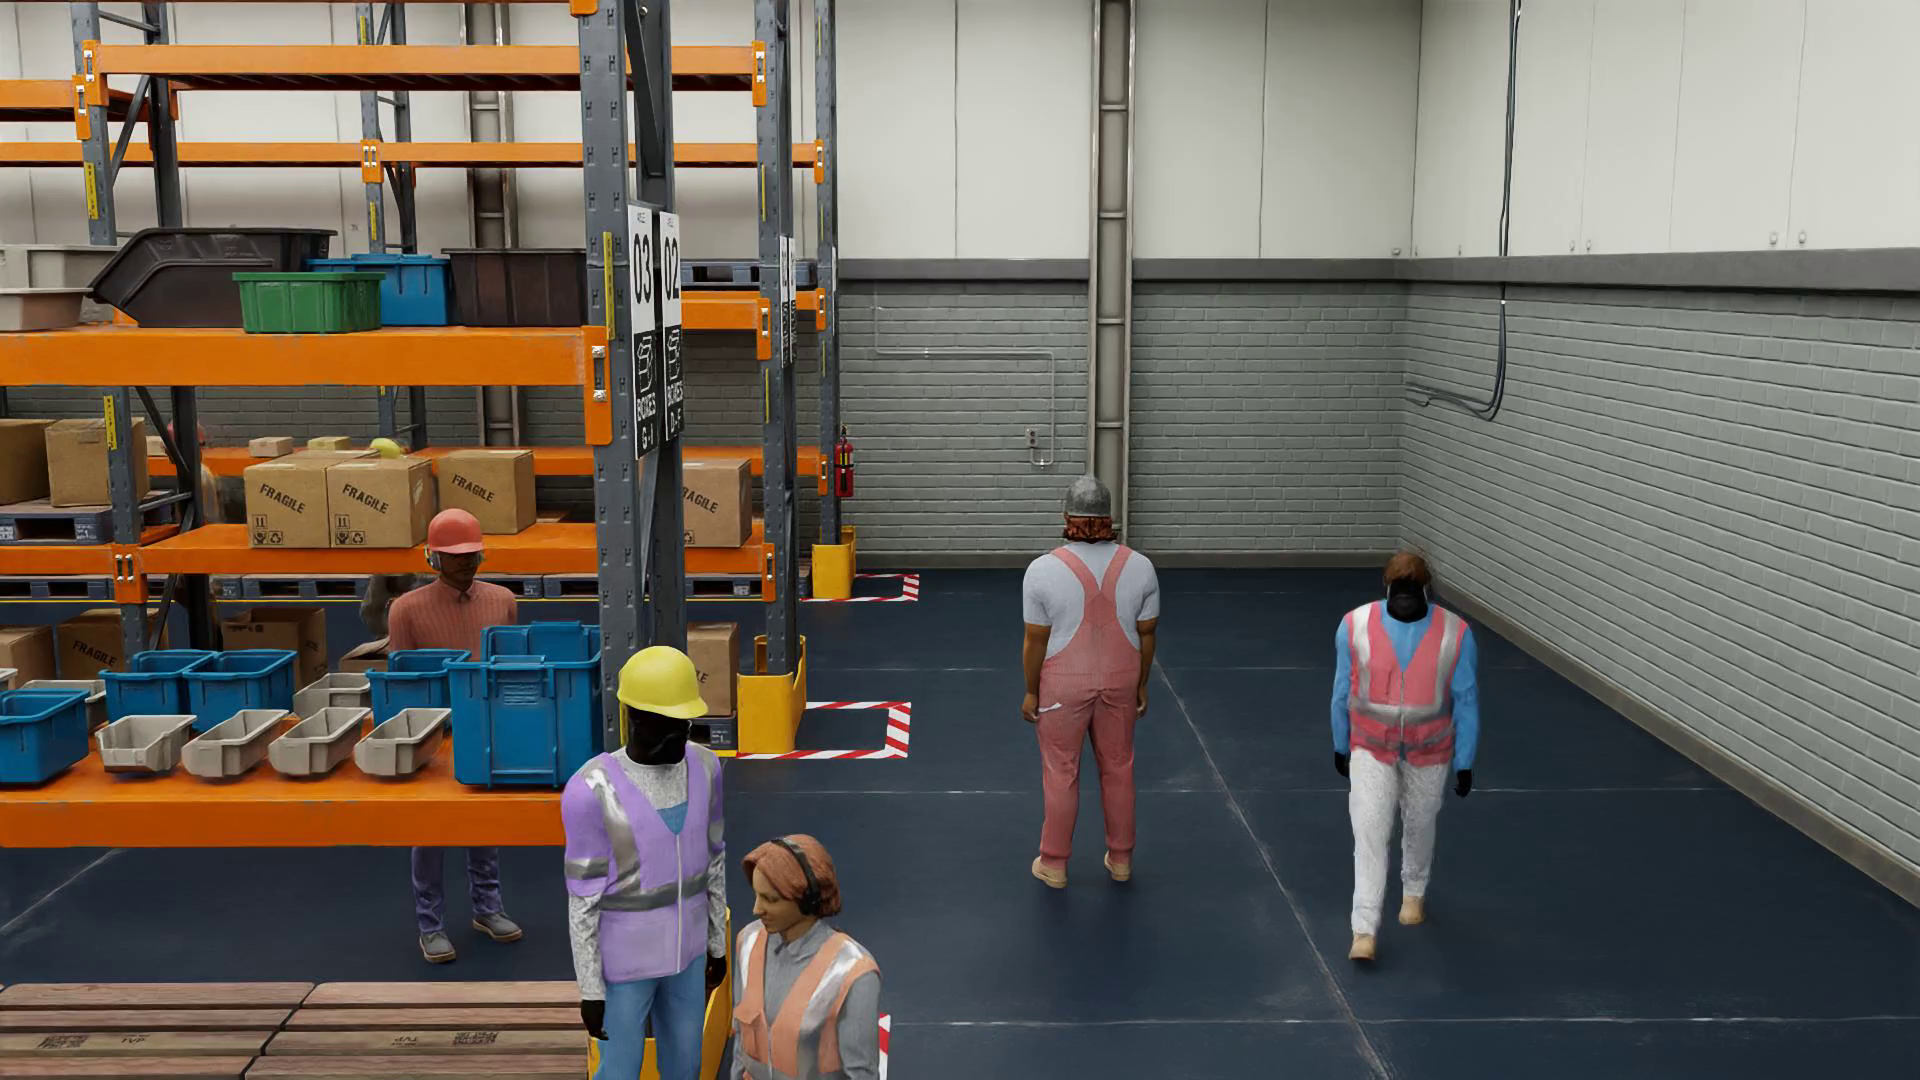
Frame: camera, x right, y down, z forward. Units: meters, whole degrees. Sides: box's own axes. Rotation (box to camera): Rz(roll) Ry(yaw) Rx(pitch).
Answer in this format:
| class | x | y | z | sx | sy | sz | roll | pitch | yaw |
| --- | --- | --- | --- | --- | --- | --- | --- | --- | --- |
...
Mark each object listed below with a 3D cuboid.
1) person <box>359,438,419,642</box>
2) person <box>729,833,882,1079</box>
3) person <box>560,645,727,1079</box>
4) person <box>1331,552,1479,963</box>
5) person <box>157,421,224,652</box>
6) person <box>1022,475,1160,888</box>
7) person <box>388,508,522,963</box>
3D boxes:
| class | x | y | z | sx | sy | sz | roll | pitch | yaw |
| --- | --- | --- | --- | --- | --- | --- | --- | --- | --- |
| person | -4.130 | 0.168 | 12.075 | 0.476 | 1.814 | 0.626 | 0 | 9 | 2 |
| person | -0.390 | 1.536 | 4.268 | 0.525 | 1.631 | 0.315 | 8 | 12 | 41 |
| person | -0.924 | 1.258 | 5.101 | 0.392 | 1.918 | 0.588 | 8 | 12 | 41 |
| person | 1.978 | 0.941 | 7.426 | 0.640 | 1.784 | 0.963 | 2 | 10 | 13 |
| person | -5.702 | 0.066 | 12.372 | 0.404 | 1.921 | 0.582 | -4 | 10 | -25 |
| person | 0.608 | 0.687 | 8.215 | 0.688 | 2.000 | 0.539 | -2 | 10 | -14 |
| person | -2.209 | 0.846 | 7.377 | 0.611 | 1.996 | 0.387 | -8 | 12 | -41 |
